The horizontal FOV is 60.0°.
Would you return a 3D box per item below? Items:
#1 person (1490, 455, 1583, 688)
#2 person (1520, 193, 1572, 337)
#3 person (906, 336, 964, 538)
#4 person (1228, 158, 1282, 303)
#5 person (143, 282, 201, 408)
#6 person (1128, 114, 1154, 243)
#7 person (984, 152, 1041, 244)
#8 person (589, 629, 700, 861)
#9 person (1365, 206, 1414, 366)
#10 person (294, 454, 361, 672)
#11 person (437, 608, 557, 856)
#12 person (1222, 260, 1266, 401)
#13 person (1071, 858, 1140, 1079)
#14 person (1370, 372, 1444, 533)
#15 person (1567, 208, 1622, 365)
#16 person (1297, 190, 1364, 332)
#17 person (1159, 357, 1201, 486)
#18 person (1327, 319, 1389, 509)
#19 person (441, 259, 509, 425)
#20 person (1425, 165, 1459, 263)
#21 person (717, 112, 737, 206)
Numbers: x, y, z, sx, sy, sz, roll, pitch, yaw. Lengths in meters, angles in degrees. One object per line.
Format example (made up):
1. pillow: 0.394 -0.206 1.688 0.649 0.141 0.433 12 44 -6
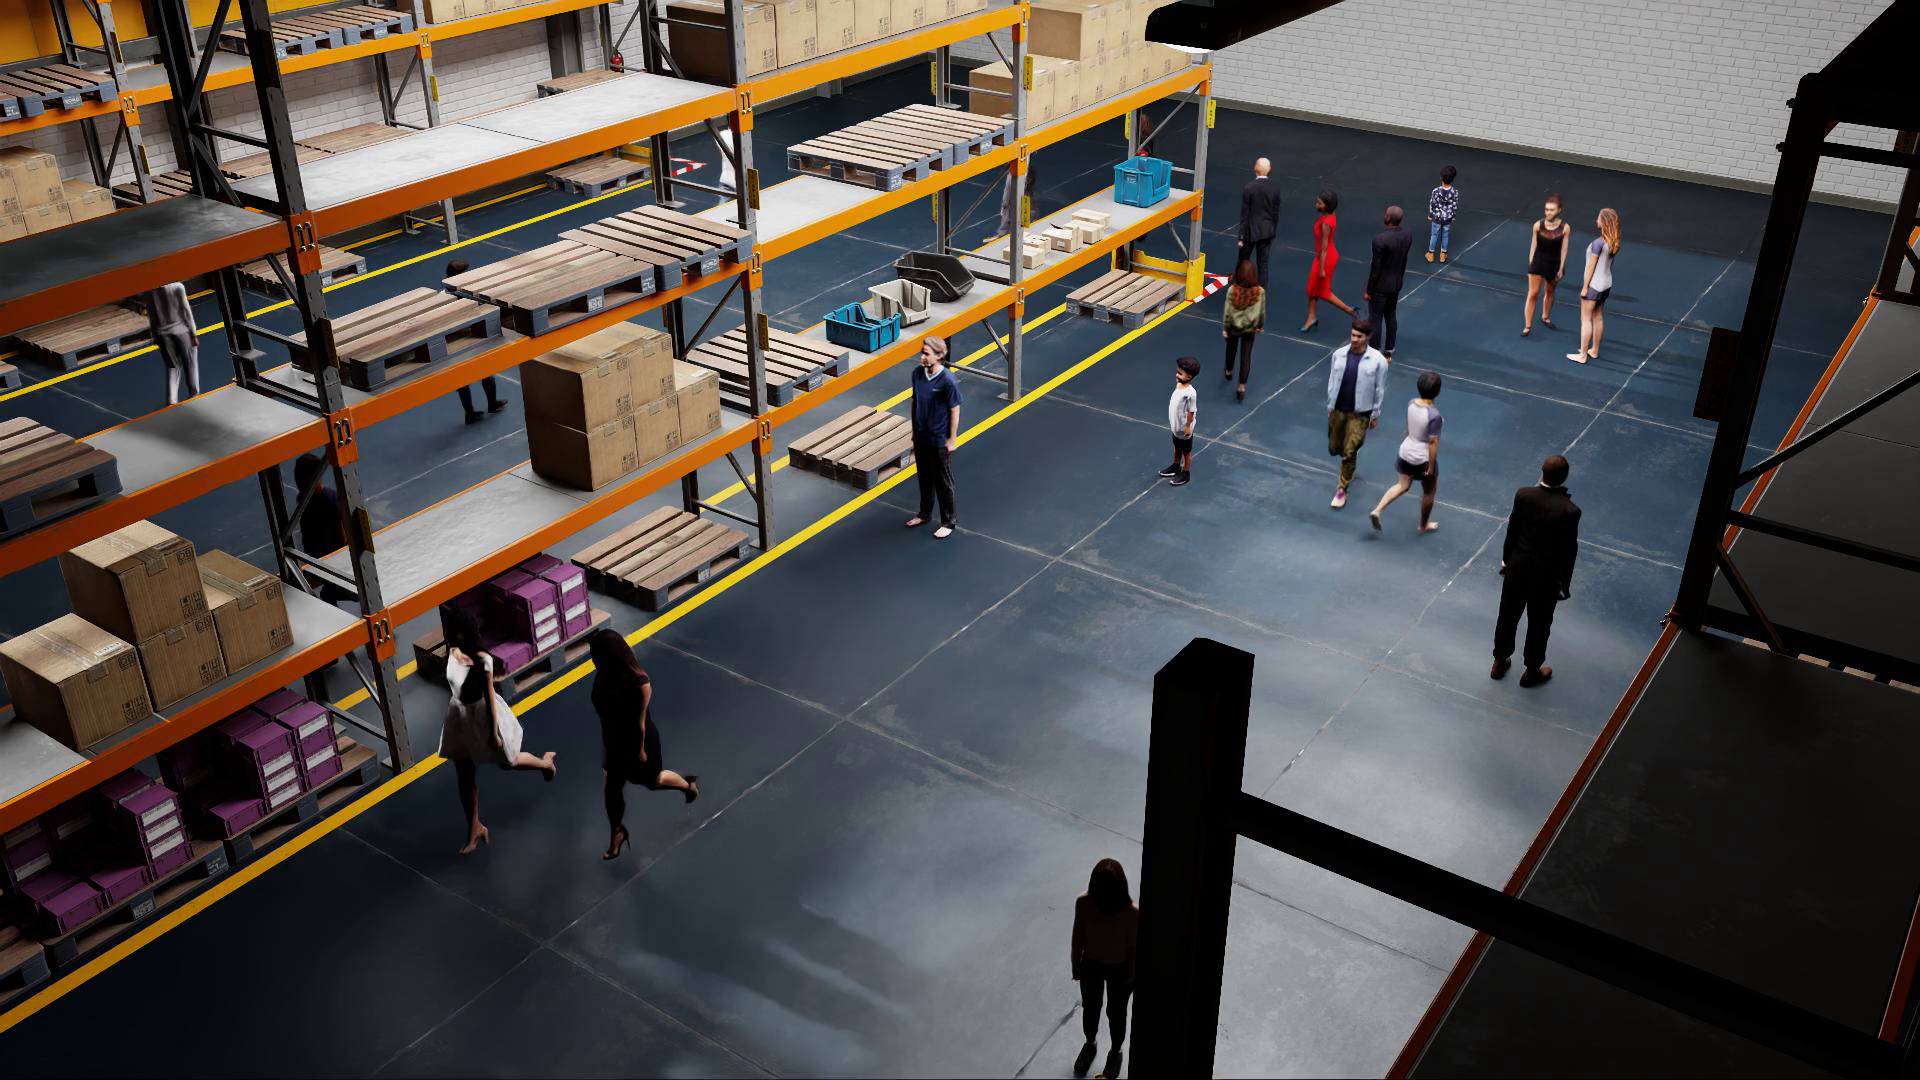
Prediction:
1. person: 4.356 0.223 12.597 0.725 1.904 0.617 22 35 34
2. person: 6.754 -3.169 19.084 0.684 1.645 0.892 10 30 17
3. person: -0.232 -0.929 14.741 0.673 1.871 0.544 21 35 34
4. person: 3.565 -3.599 19.747 1.152 1.765 1.213 -5 29 -10
5. person: -8.020 -2.044 16.909 0.915 1.753 1.003 -2 29 -4
6. person: 2.419 -4.727 21.891 0.655 1.692 0.744 -21 35 -33
7. person: 0.900 -4.814 21.820 1.146 1.913 0.985 -14 32 -24
8. person: -2.077 1.293 10.864 0.680 1.684 1.053 21 35 33
9. person: 4.651 -2.765 18.162 0.675 1.818 0.831 -18 33 -29
10. person: -4.833 0.115 12.942 0.641 1.761 1.094 19 34 31
11. person: -3.084 1.208 10.957 0.608 1.744 1.109 20 34 32
12. person: 2.979 -2.179 17.490 0.915 1.435 1.089 2 29 4
13. person: 0.812 2.335 9.163 0.585 1.483 0.570 8 30 14
14. person: 4.005 -0.735 14.737 1.016 1.535 0.820 -14 31 -23
15. person: 7.029 -2.799 18.320 0.567 1.728 0.710 -21 35 -34
16. person: 4.228 -3.125 18.927 0.929 1.719 0.987 7 29 12
17. person: 2.119 -1.152 15.787 0.619 1.261 0.578 -12 31 -20
18. person: 3.641 -1.199 15.321 0.704 1.791 0.946 16 33 27
19. person: -5.040 -1.984 16.845 0.764 1.709 0.872 10 30 18
20. person: 6.206 -4.201 21.389 0.579 1.251 0.612 3 29 6
21. person: -2.992 -4.631 21.590 0.721 1.812 1.131 16 32 26
